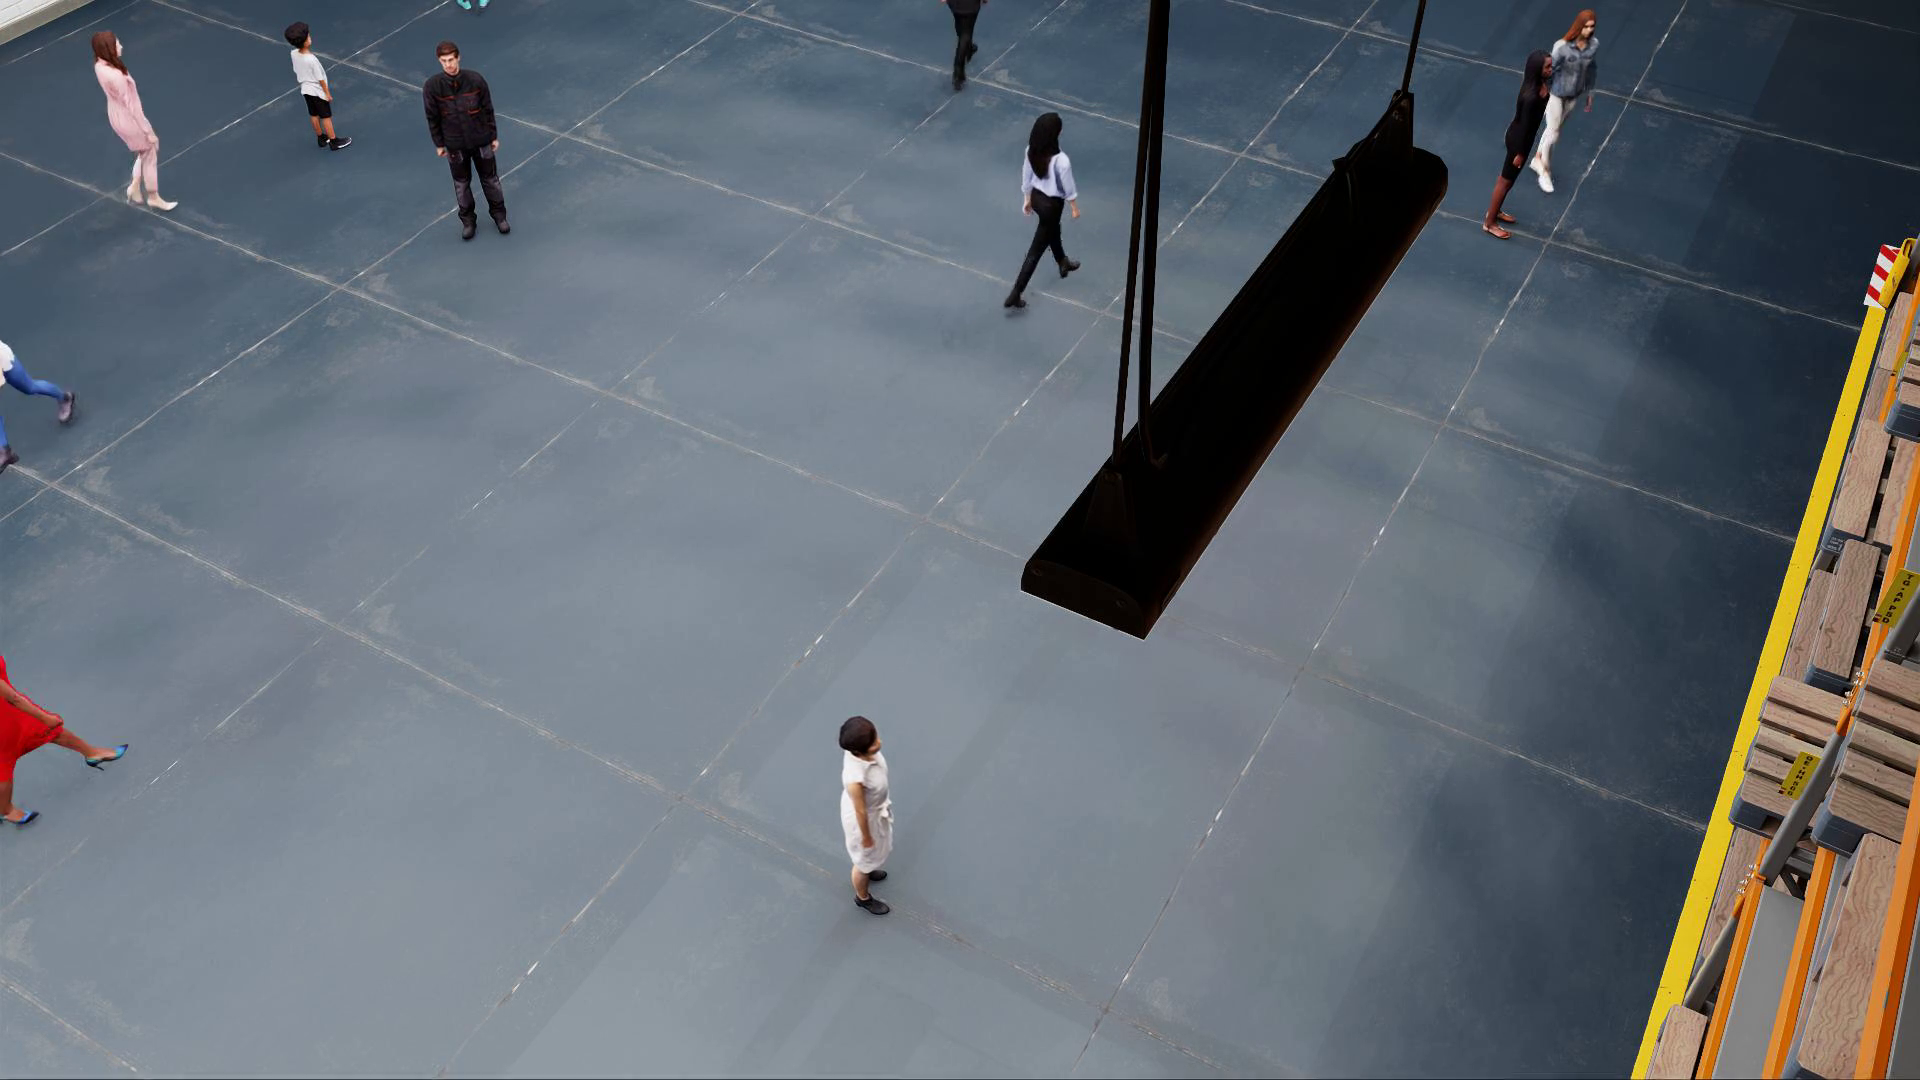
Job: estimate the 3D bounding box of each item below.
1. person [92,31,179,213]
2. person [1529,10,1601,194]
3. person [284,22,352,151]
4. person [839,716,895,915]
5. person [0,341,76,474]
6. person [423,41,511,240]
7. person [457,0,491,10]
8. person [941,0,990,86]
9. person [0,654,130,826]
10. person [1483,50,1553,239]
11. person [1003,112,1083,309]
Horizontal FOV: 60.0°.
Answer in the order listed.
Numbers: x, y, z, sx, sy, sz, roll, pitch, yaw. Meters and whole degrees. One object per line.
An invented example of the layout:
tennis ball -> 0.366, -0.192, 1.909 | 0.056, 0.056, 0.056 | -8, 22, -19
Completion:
person -> -7.433, -3.645, 14.758 | 0.733, 1.783, 0.770 | 34, 53, 30
person -> 5.514, -4.129, 15.336 | 0.882, 1.687, 0.940 | -11, 45, -11
person -> -6.163, -4.320, 15.847 | 0.481, 1.259, 0.470 | 22, 48, 21
person -> -0.549, 1.550, 9.470 | 0.702, 1.556, 0.610 | -2, 44, -2
person -> -7.165, -1.355, 12.460 | 0.787, 1.637, 1.208 | 11, 45, 11
person -> -4.315, -3.515, 14.581 | 0.772, 1.838, 0.846 | -12, 45, -12
person -> -5.419, -6.588, 17.890 | 0.635, 1.723, 0.713 | -16, 46, -16
person -> 0.019, -5.412, 16.643 | 0.727, 1.741, 1.136 | 16, 46, 16
person -> -5.759, 1.092, 9.843 | 1.152, 1.705, 0.864 | -27, 50, -26
person -> 4.944, -3.508, 14.660 | 0.687, 1.720, 0.455 | 18, 46, 18
person -> 0.659, -2.684, 13.812 | 1.270, 1.697, 0.921 | -32, 52, -29
